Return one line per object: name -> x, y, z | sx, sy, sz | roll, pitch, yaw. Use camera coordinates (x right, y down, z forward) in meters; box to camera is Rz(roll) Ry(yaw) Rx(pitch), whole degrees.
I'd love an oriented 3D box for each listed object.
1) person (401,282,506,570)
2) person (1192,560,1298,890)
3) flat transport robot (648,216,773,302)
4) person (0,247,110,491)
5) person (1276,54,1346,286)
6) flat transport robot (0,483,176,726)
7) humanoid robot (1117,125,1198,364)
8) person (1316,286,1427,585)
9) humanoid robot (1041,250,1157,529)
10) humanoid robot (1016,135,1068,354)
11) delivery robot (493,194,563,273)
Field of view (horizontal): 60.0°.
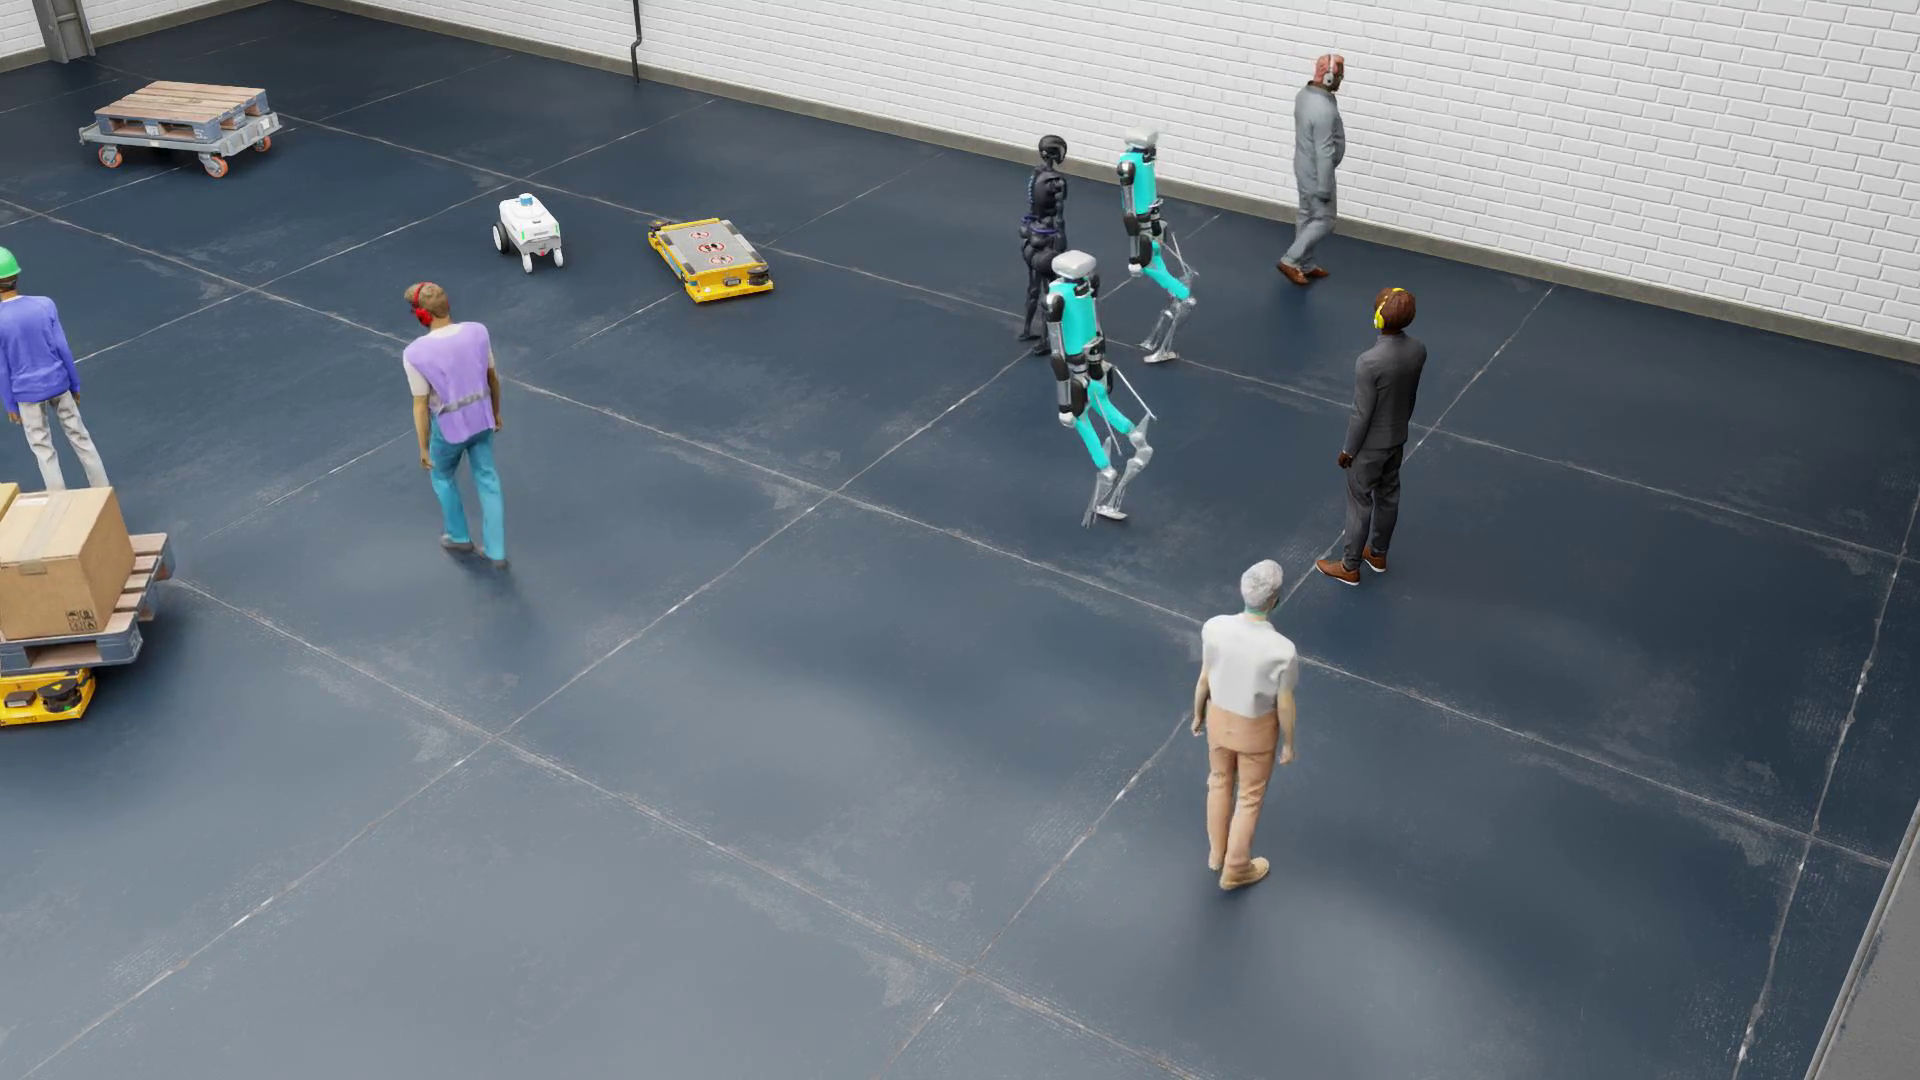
person -> -3.006, -0.684, 9.887 | 0.702, 1.807, 0.621 | 26, 41, 35
person -> 1.298, 0.842, 7.588 | 0.489, 1.738, 0.364 | 20, 38, 27
flat transport robot -> -2.112, -2.384, 13.966 | 0.659, 0.231, 1.431 | -14, 35, -20
person -> -5.654, -0.917, 10.215 | 0.371, 1.866, 0.458 | 25, 40, 33
person -> 2.862, -2.950, 13.346 | 0.464, 1.898, 0.647 | -3, 33, -5
flat transport robot -> -5.141, 0.544, 9.410 | 0.659, 0.231, 1.431 | -5, 33, -8
humanoid robot -> 1.529, -2.109, 12.180 | 0.825, 1.778, 0.531 | 14, 35, 21
person -> 2.422, -0.596, 9.701 | 0.492, 1.875, 0.356 | -20, 38, -28
humanoid robot -> 0.909, -0.844, 10.262 | 0.842, 1.820, 0.539 | 20, 38, 28
humanoid robot -> 0.626, -2.208, 12.390 | 0.318, 1.650, 0.589 | -12, 35, -18
delivery robot -> -3.641, -2.642, 14.091 | 0.499, 0.581, 0.774 | -16, 36, -23
